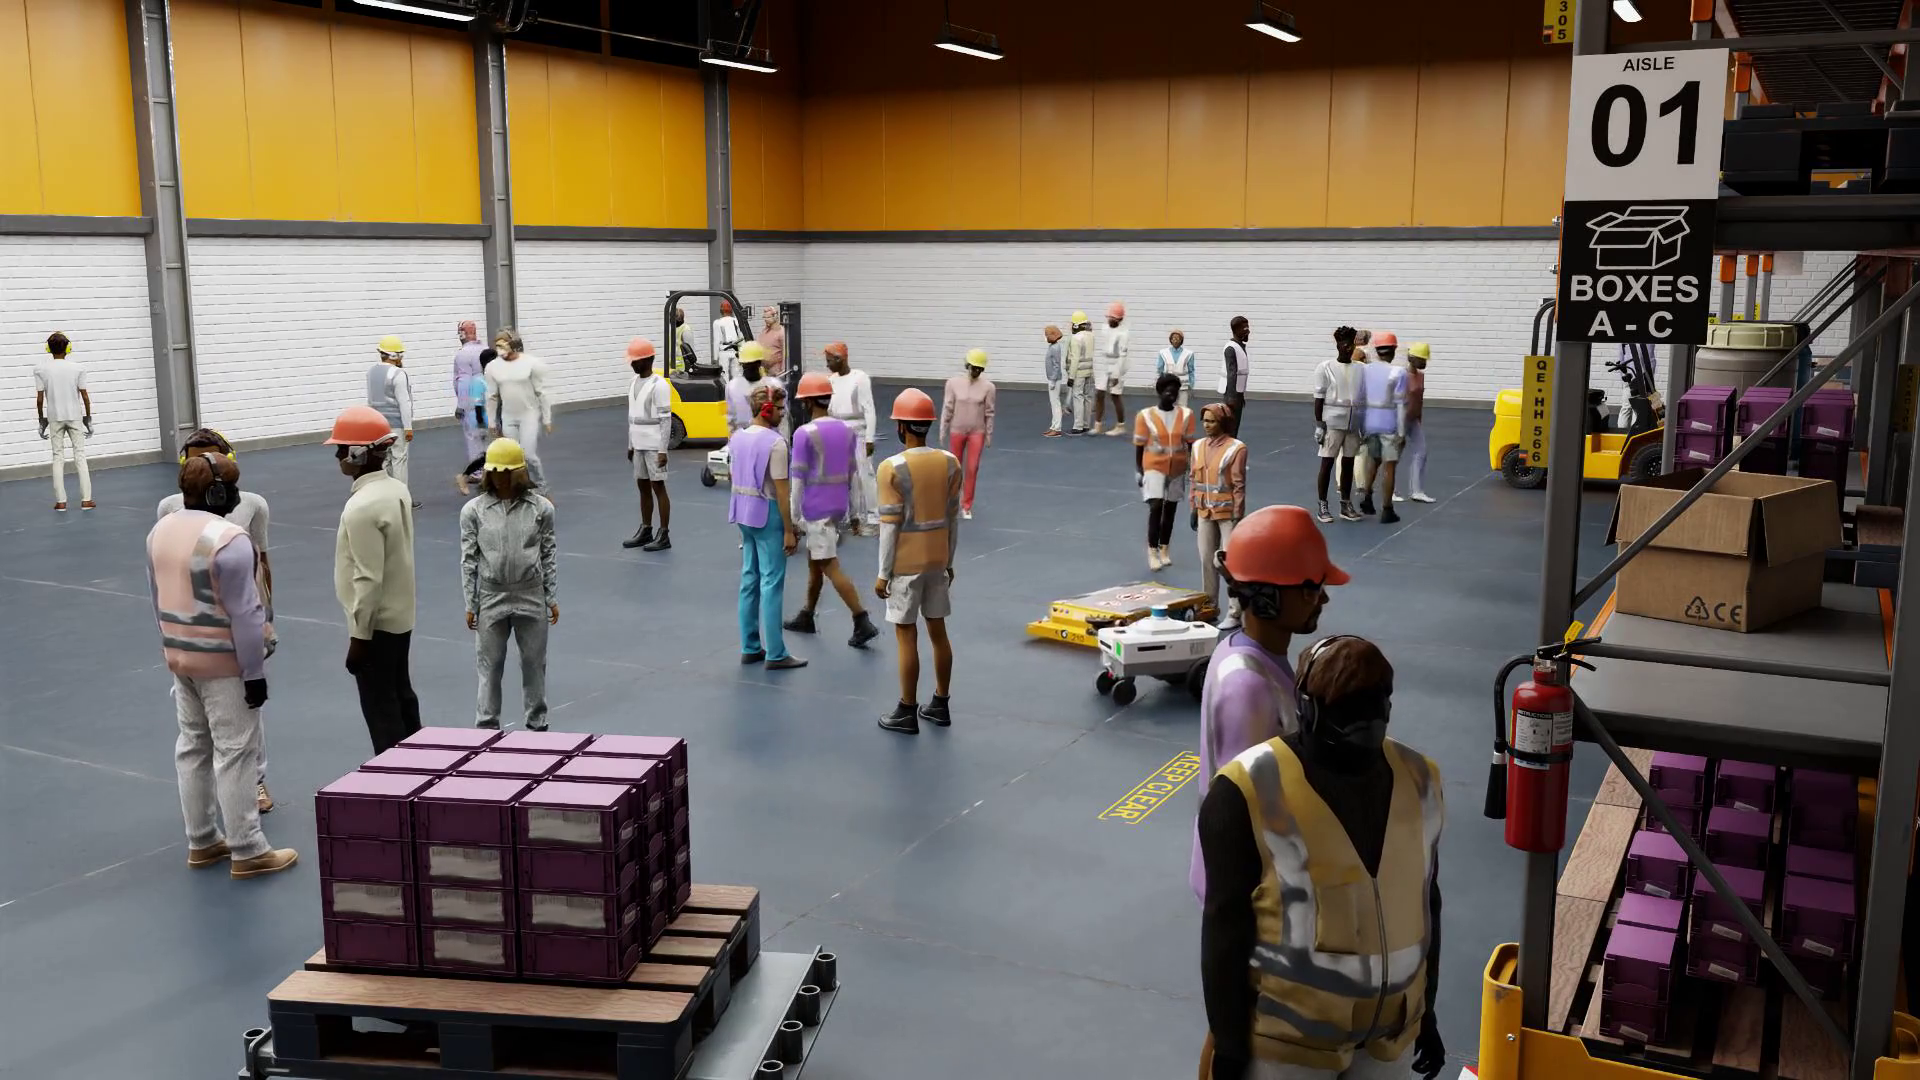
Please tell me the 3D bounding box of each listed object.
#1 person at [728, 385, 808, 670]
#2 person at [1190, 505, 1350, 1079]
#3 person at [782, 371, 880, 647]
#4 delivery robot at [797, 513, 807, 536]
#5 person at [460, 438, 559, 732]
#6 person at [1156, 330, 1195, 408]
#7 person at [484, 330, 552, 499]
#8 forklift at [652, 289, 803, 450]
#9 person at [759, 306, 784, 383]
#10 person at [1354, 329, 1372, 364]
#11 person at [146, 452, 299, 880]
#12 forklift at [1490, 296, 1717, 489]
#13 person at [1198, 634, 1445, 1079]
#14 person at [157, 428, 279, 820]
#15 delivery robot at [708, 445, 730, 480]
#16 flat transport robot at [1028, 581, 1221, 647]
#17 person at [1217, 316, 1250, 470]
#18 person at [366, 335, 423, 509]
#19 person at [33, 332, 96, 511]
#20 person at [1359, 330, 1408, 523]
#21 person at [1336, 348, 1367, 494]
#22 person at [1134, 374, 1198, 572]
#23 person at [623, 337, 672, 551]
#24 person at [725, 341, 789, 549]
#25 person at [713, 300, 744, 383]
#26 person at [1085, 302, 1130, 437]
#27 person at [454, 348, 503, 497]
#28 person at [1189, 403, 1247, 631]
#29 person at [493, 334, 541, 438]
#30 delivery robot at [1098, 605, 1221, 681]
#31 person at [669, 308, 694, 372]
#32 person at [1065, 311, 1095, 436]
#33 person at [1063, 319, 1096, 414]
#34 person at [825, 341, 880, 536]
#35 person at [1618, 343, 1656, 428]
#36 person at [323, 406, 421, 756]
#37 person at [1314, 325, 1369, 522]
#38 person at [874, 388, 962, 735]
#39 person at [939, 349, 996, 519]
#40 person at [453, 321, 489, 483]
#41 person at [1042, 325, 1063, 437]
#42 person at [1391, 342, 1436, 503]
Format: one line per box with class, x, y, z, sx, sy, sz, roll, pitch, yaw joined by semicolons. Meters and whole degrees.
person;-1.280;-0.077;10.766;0.388;1.838;0.563;-9;13;-41
person;0.801;0.919;4.398;0.381;2.045;0.605;2;10;9
person;-0.897;-0.216;11.450;0.979;1.895;0.550;7;12;36
delivery robot;-1.441;-0.243;15.161;0.707;0.478;0.477;-4;11;-21
person;-2.345;0.327;8.707;0.492;1.739;0.320;-4;10;-21
person;2.970;-2.079;22.937;0.523;1.636;0.310;1;10;8
person;-4.590;-1.229;17.252;0.654;1.903;0.481;2;10;10
forklift;-3.358;-2.392;23.136;2.313;2.155;1.214;-1;10;-5
person;-2.776;-2.496;24.586;0.639;1.903;0.409;10;14;44
person;5.581;-2.197;23.676;0.650;1.615;0.524;-4;11;-22
person;-3.201;0.538;7.192;0.623;1.844;0.430;6;12;32
forklift;7.296;-1.677;18.993;2.313;2.155;1.214;5;11;27
person;0.850;1.119;3.826;0.621;1.845;0.429;-3;10;-19
person;-3.535;0.396;7.933;0.513;1.872;0.328;-4;11;-21
delivery robot;-2.585;-0.940;19.199;0.477;0.478;0.707;6;11;30
flat transport robot;1.193;0.513;11.879;0.652;0.197;1.431;9;13;42
person;3.369;-1.784;20.409;0.391;1.920;0.587;3;10;19
person;-5.932;-1.226;17.435;0.602;1.828;0.404;7;12;35
person;-9.349;-1.236;17.379;0.530;1.871;0.323;-5;11;-25
person;4.236;-1.133;16.672;0.565;1.913;0.468;9;13;41
person;4.407;-1.328;18.592;0.497;1.634;0.279;8;13;39
person;1.769;-0.565;14.086;0.533;1.668;0.683;-2;10;-12
person;-2.836;-0.863;15.035;0.543;1.934;0.378;10;14;44
person;-1.837;-0.892;15.325;0.604;1.903;0.710;3;10;16
person;-3.941;-3.127;28.284;0.584;1.882;0.337;-8;12;-38
person;2.164;-2.458;24.136;0.817;1.975;0.701;-8;13;-38
person;-5.133;-1.240;17.962;0.552;1.681;0.540;3;10;15
person;1.848;-0.172;11.920;0.321;1.627;0.509;-8;13;-40
person;-4.738;-1.278;17.740;0.497;1.825;0.396;2;10;14
delivery robot;1.203;0.639;10.059;0.707;0.478;0.477;-3;10;-17
person;-4.350;-2.665;25.737;0.429;1.841;0.634;-7;12;-33
person;1.753;-2.455;24.540;0.403;1.835;0.588;6;11;31
person;2.053;-2.895;27.764;0.757;1.606;0.515;-8;13;-40
person;-1.000;-0.961;15.823;0.632;1.857;0.428;7;12;35
person;9.090;-2.120;22.318;0.372;1.934;0.627;-3;10;-18
person;-2.700;0.375;7.691;0.382;1.993;0.622;0;10;-3
person;3.824;-1.160;16.664;0.607;1.966;0.367;-3;10;-18
person;-0.253;0.120;9.331;0.544;1.939;0.355;-8;13;-39
person;0.070;-1.091;16.936;0.586;1.728;0.575;0;10;-2
person;-5.719;-1.613;19.478;0.406;1.902;0.639;2;10;14
person;1.364;-2.334;24.422;0.283;1.633;0.498;0;10;-3
person;4.852;-1.245;17.805;0.566;1.721;0.702;-9;13;-42
